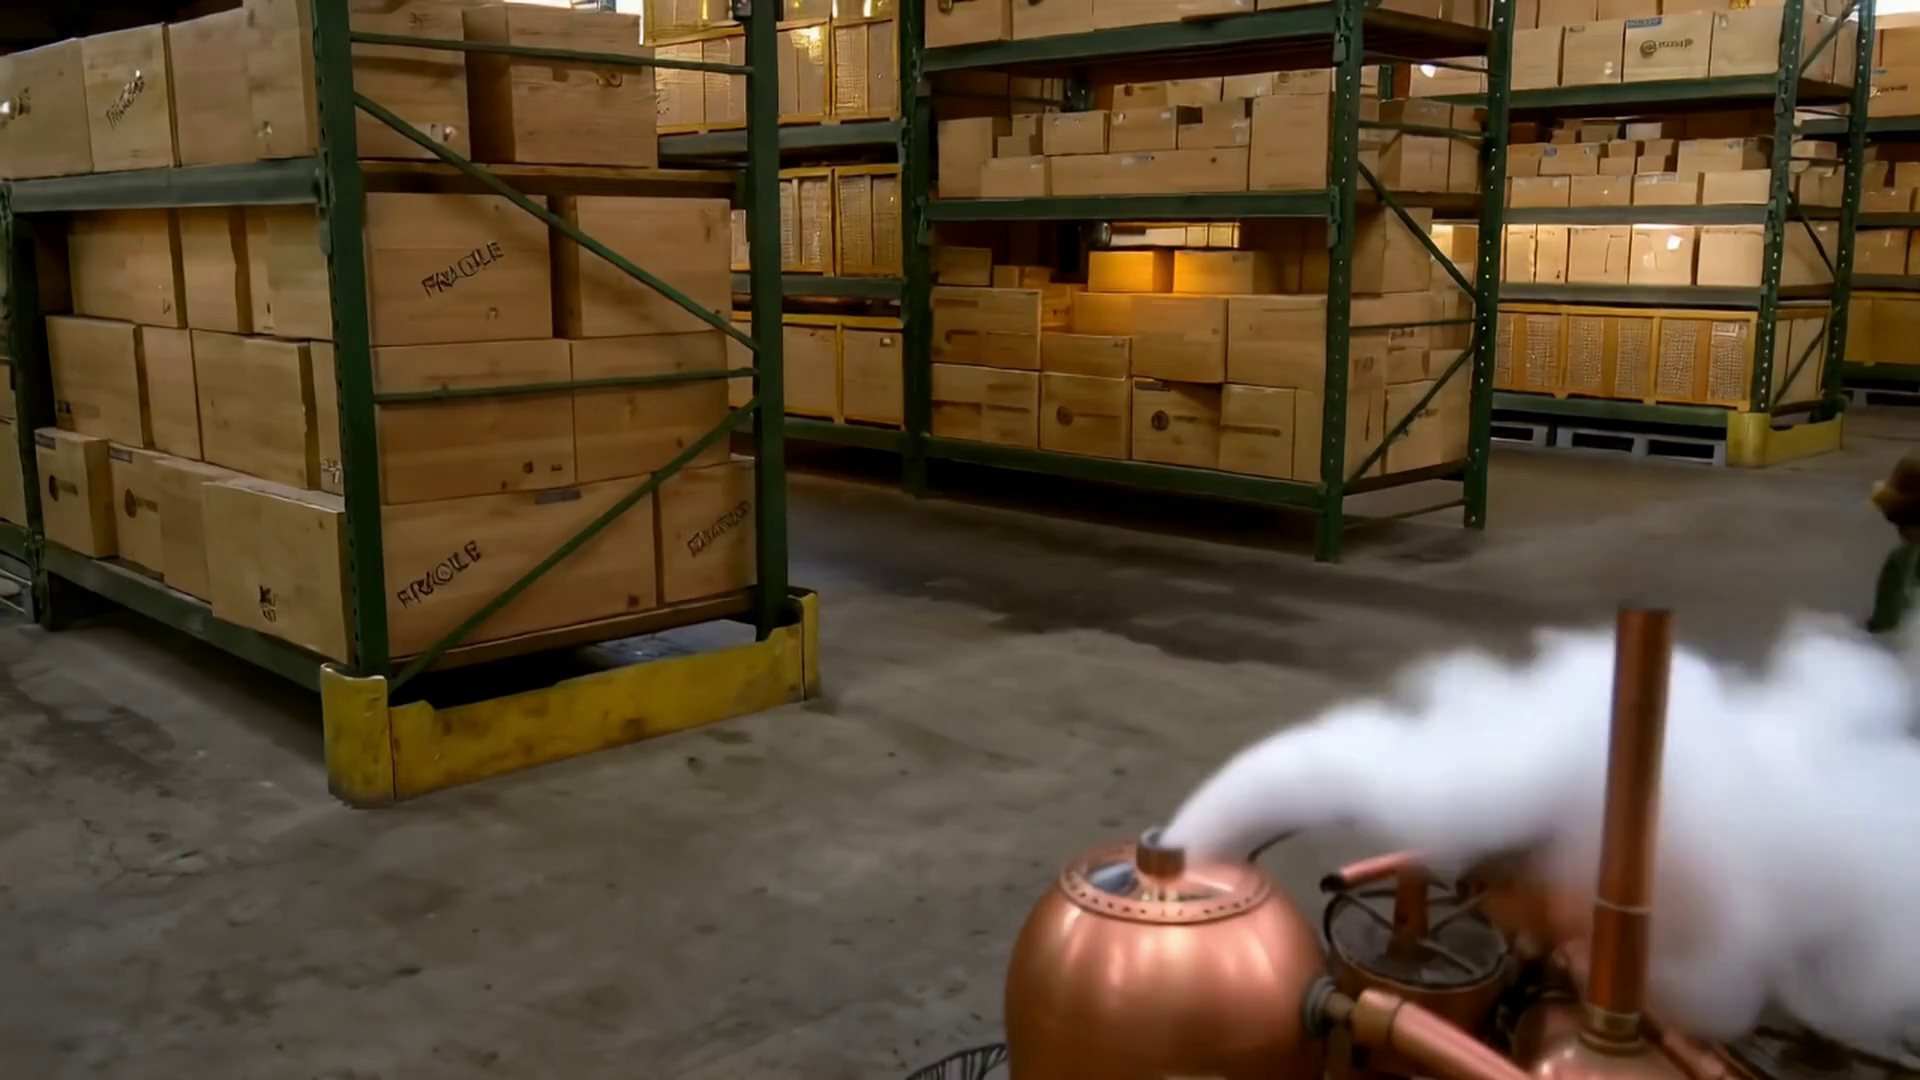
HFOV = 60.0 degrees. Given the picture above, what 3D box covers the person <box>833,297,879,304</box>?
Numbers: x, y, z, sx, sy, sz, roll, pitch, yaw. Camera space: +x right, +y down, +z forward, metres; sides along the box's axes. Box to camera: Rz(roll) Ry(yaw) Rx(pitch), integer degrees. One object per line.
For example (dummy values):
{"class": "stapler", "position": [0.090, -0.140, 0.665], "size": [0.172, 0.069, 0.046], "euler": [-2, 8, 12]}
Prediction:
{"class": "person", "position": [-1.232, -2.619, 20.628], "size": [0.629, 1.961, 0.799], "euler": [-7, 12, -32]}
